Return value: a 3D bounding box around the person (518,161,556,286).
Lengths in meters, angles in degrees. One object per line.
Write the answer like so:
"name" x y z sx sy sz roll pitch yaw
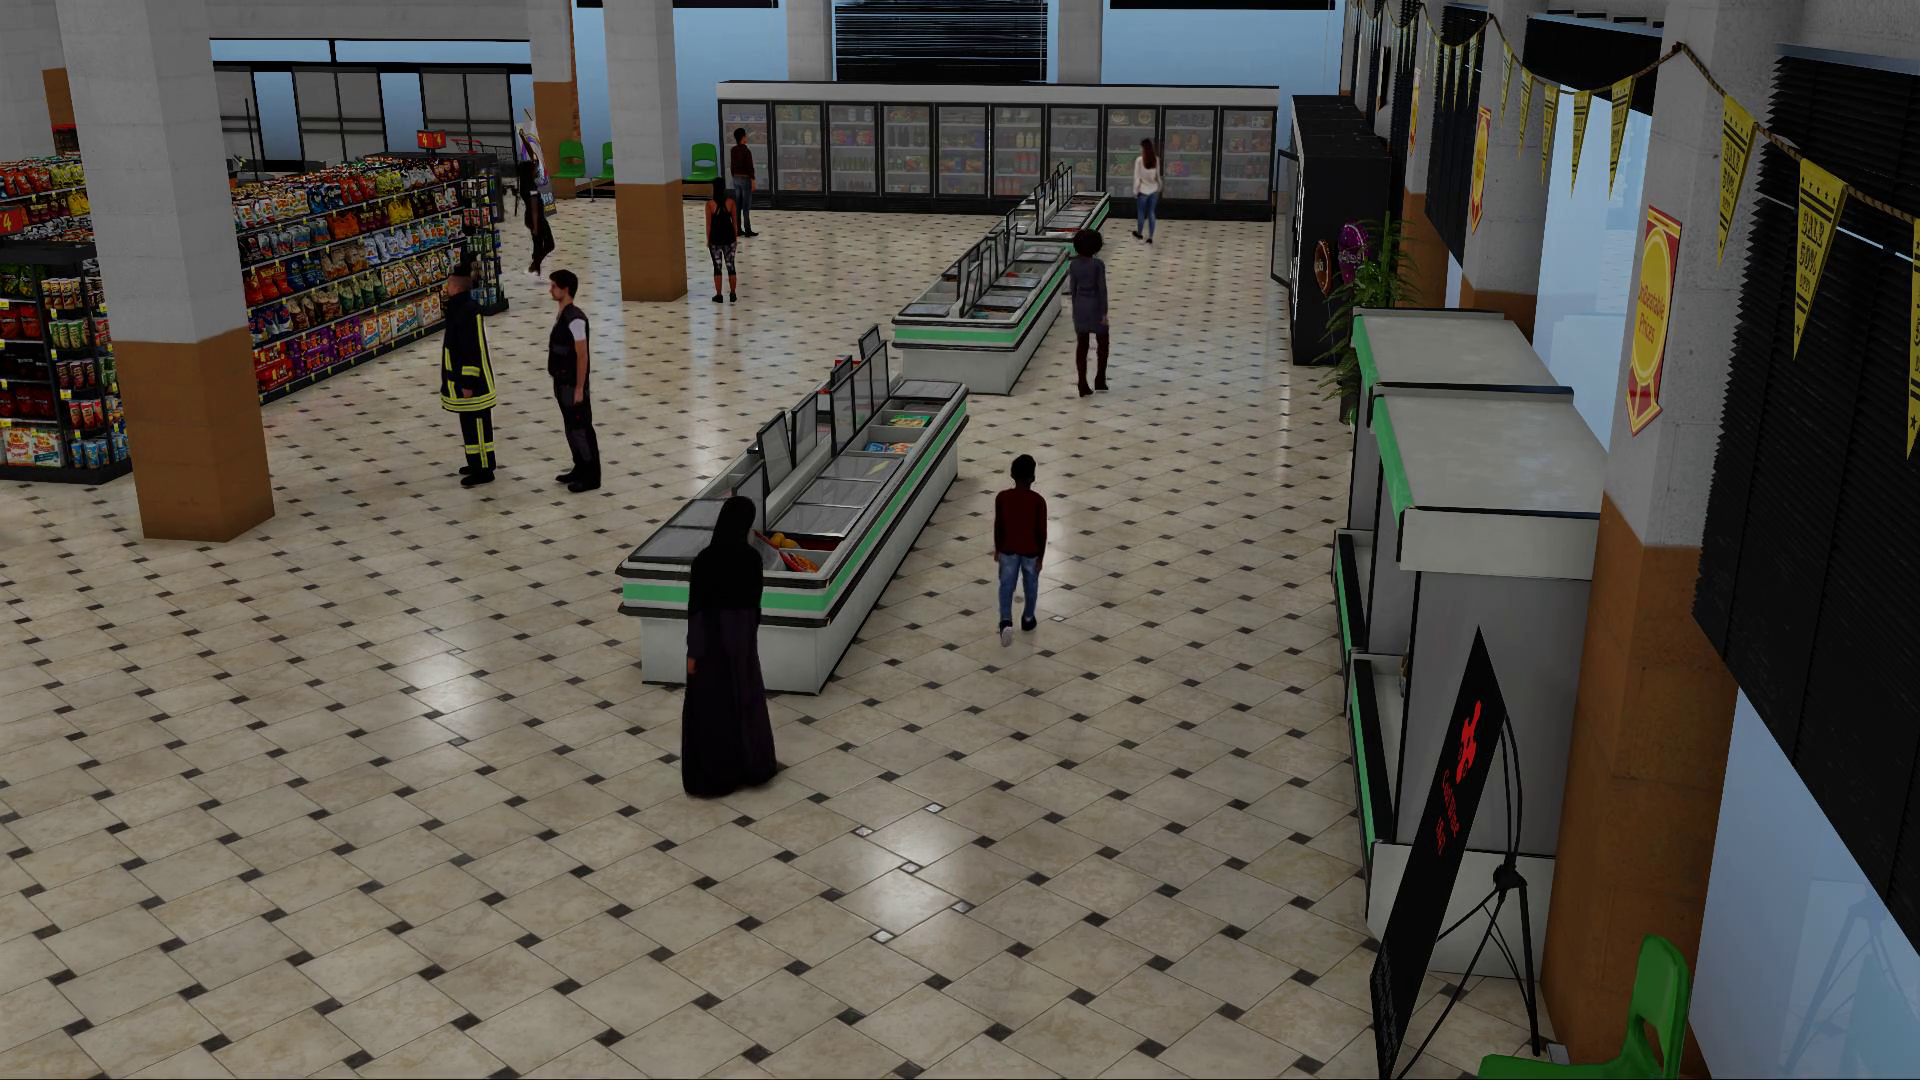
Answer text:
"person" -5.996 -4.412 23.236 0.844 1.719 0.784 -10 21 -27

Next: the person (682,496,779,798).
"person" -1.256 0.576 8.653 0.860 1.587 0.760 11 21 29

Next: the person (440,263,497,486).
"person" -4.172 -1.414 14.123 0.934 1.861 0.806 -5 19 -15

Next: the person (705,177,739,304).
"person" -3.160 -3.998 22.101 0.654 1.660 0.669 -7 20 -20

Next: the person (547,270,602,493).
"person" -3.230 -1.336 13.914 0.814 1.848 0.730 -10 21 -27

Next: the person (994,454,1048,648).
"person" 0.371 0.079 10.667 0.519 1.240 0.817 2 19 7

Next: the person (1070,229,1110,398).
"person" 1.265 -2.293 16.996 0.718 1.692 0.763 11 22 31

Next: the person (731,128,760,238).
"person" -3.630 -5.966 27.746 0.719 1.782 0.700 14 23 36

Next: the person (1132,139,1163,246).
"person" 3.042 -5.553 26.736 0.965 1.645 1.163 -5 19 -15
